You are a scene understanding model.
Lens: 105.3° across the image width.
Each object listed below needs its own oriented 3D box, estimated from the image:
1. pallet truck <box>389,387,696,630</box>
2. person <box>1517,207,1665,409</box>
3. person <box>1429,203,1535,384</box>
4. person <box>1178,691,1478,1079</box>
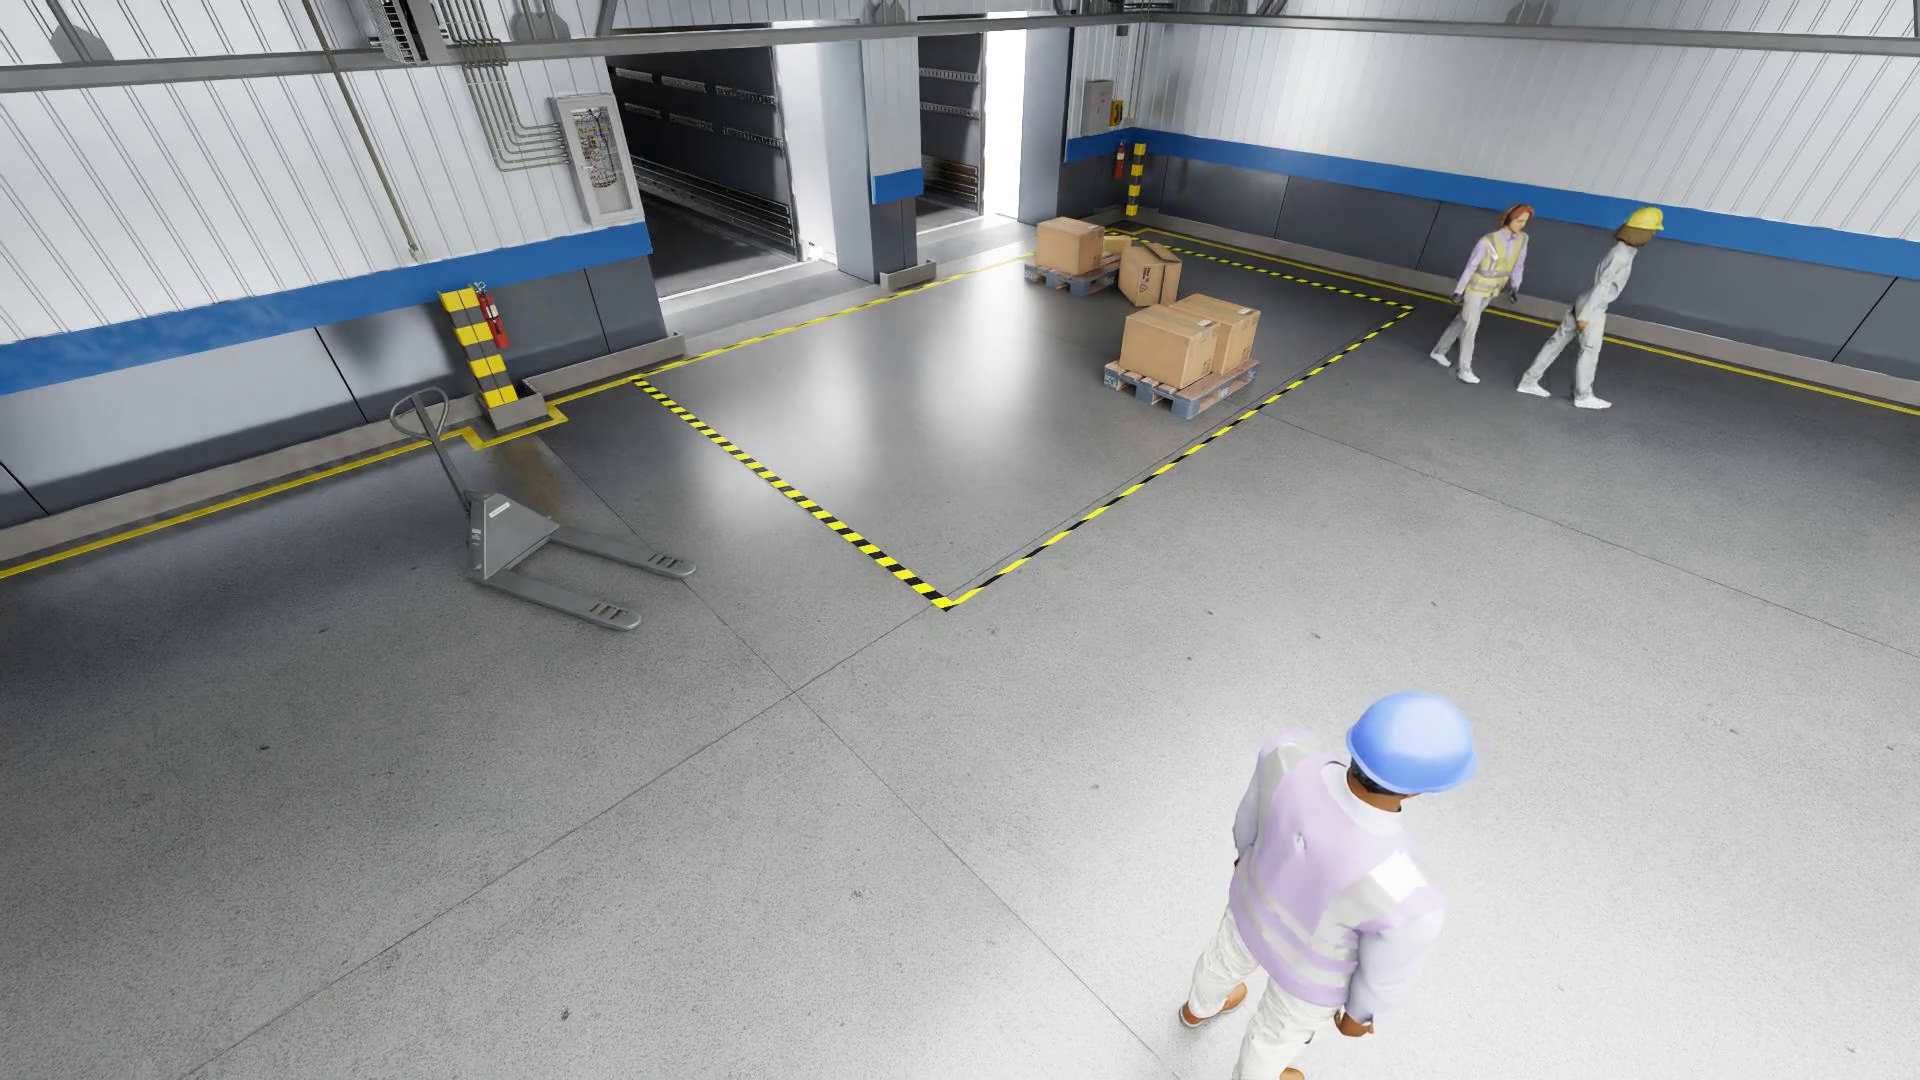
[{"bbox_3d":[-2.613,-0.247,4.593,1.601,1.201,0.680,14,40,17],"label":"pallet truck"},{"bbox_3d":[5.721,-2.015,6.477,0.712,1.717,0.506,21,42,25],"label":"person"},{"bbox_3d":[5.045,-2.327,6.978,0.519,1.607,0.762,-10,39,-13],"label":"person"},{"bbox_3d":[1.024,1.150,2.205,0.391,1.949,0.602,-11,39,-14],"label":"person"}]
